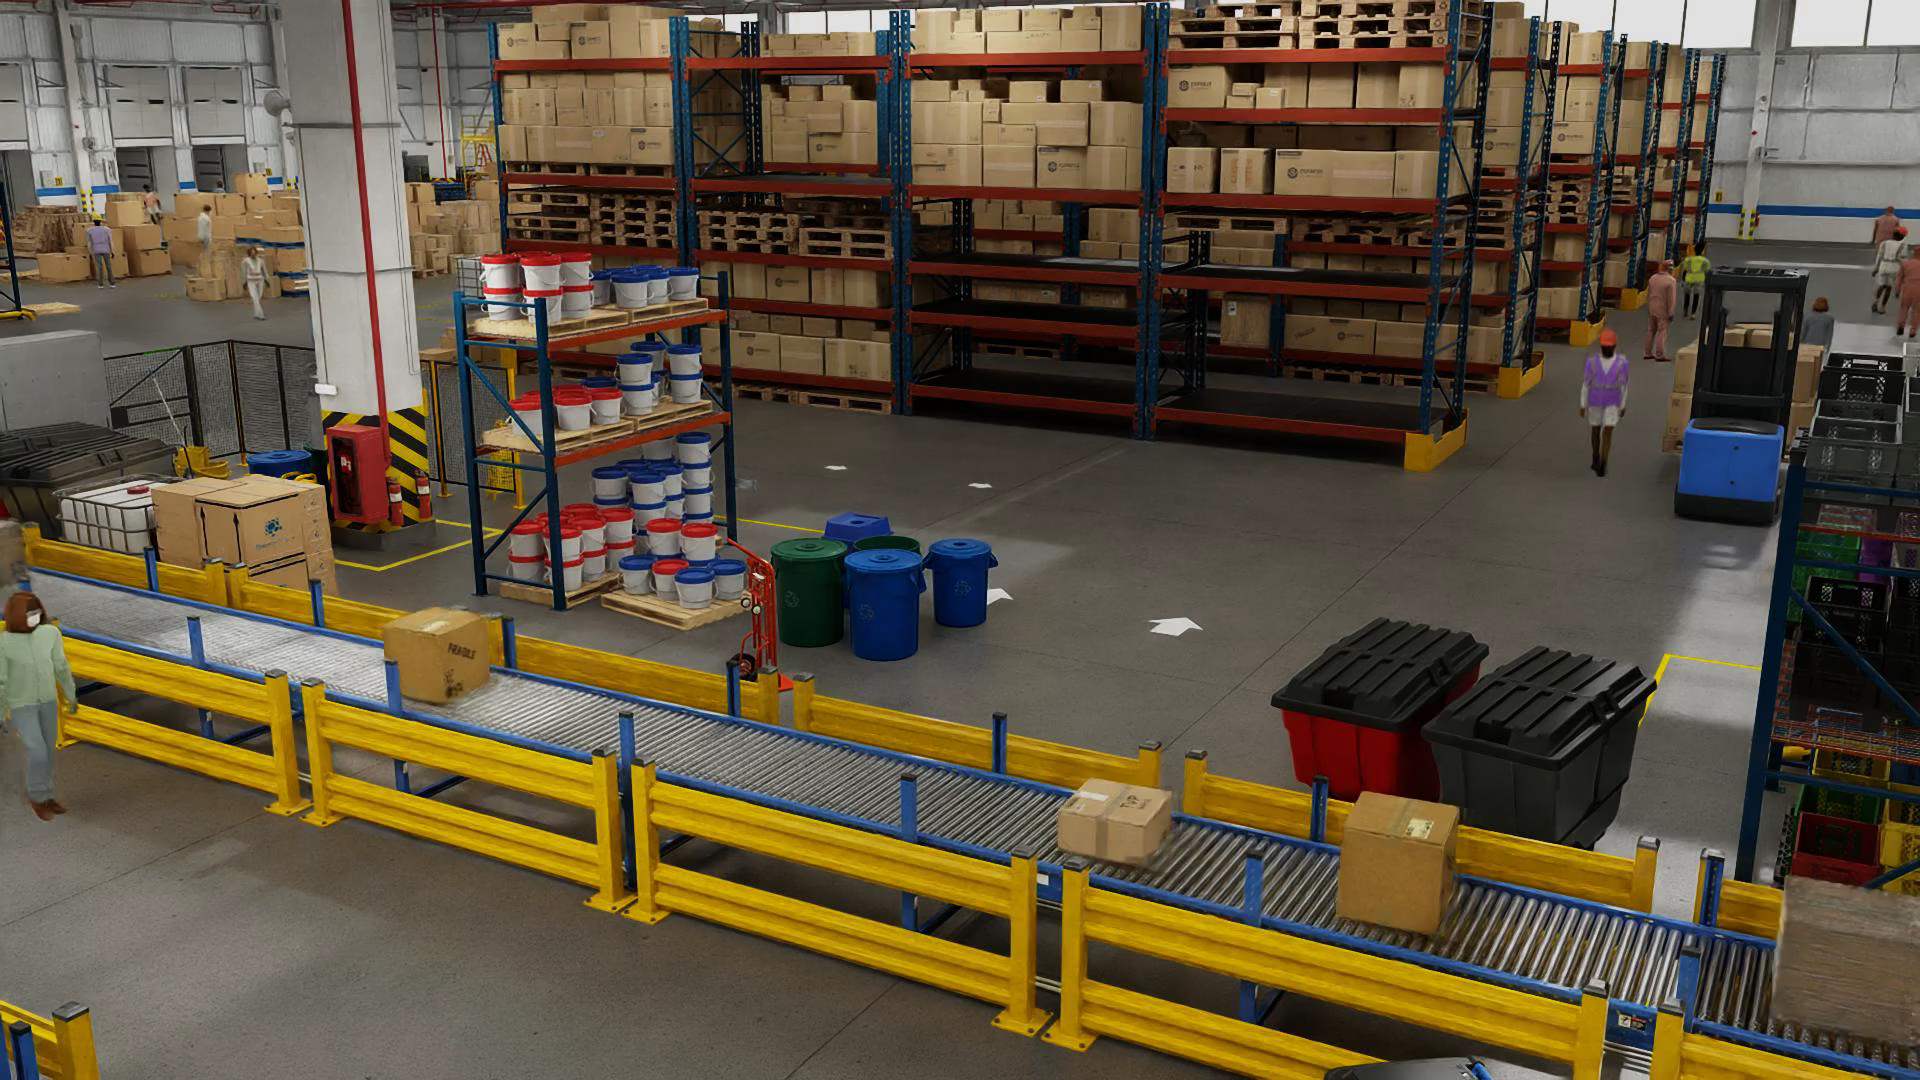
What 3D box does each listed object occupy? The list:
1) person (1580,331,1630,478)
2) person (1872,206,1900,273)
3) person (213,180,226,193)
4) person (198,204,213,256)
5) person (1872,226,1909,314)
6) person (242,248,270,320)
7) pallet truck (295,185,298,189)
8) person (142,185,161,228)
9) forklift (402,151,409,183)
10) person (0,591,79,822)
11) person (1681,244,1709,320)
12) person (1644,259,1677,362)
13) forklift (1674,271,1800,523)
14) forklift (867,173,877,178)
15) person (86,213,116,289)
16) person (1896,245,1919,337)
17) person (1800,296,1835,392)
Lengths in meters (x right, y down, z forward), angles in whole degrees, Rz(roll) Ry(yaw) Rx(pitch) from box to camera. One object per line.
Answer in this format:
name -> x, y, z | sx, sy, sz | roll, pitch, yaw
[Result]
person -> 8.392, -1.784, 21.720 | 0.559, 1.880, 1.036 | 8, 17, 26
person -> 26.124, -8.490, 46.975 | 0.646, 1.867, 0.976 | 10, 18, 33
person -> -26.696, -12.014, 60.100 | 0.623, 1.932, 0.370 | 9, 17, 29
person -> -21.323, -8.535, 47.075 | 0.492, 1.895, 0.681 | -5, 16, -19
person -> 21.187, -6.143, 37.869 | 0.440, 2.005, 0.668 | -12, 19, -38
person -> -15.648, -5.700, 36.986 | 0.533, 1.588, 0.853 | -14, 20, -43
pallet truck -> -26.804, -14.617, 69.738 | 1.885, 1.965, 0.823 | -14, 20, -42
person -> -30.322, -12.498, 62.433 | 0.605, 1.658, 0.373 | -4, 16, -16
forklift -> -21.612, -13.646, 64.399 | 1.873, 2.768, 1.129 | 1, 15, 2
person -> -6.244, 1.127, 11.269 | 0.463, 1.617, 0.527 | 8, 17, 28
person -> 16.420, -5.778, 37.148 | 0.554, 1.649, 0.854 | 6, 16, 22
person -> 13.146, -4.294, 31.129 | 0.400, 1.901, 0.642 | -6, 16, -20
forklift -> 9.269, -1.763, 19.726 | 1.129, 2.768, 1.873 | 8, 17, 27
forklift -> -2.871, -11.646, 56.880 | 1.873, 2.768, 1.129 | -8, 17, -27
person -> -22.189, -7.458, 42.962 | 0.586, 1.928, 0.369 | -8, 17, -27
person -> 19.677, -5.129, 34.285 | 0.662, 1.887, 0.465 | 10, 18, 33
person -> 14.241, -3.238, 27.683 | 0.500, 1.618, 0.429 | 11, 18, 35
